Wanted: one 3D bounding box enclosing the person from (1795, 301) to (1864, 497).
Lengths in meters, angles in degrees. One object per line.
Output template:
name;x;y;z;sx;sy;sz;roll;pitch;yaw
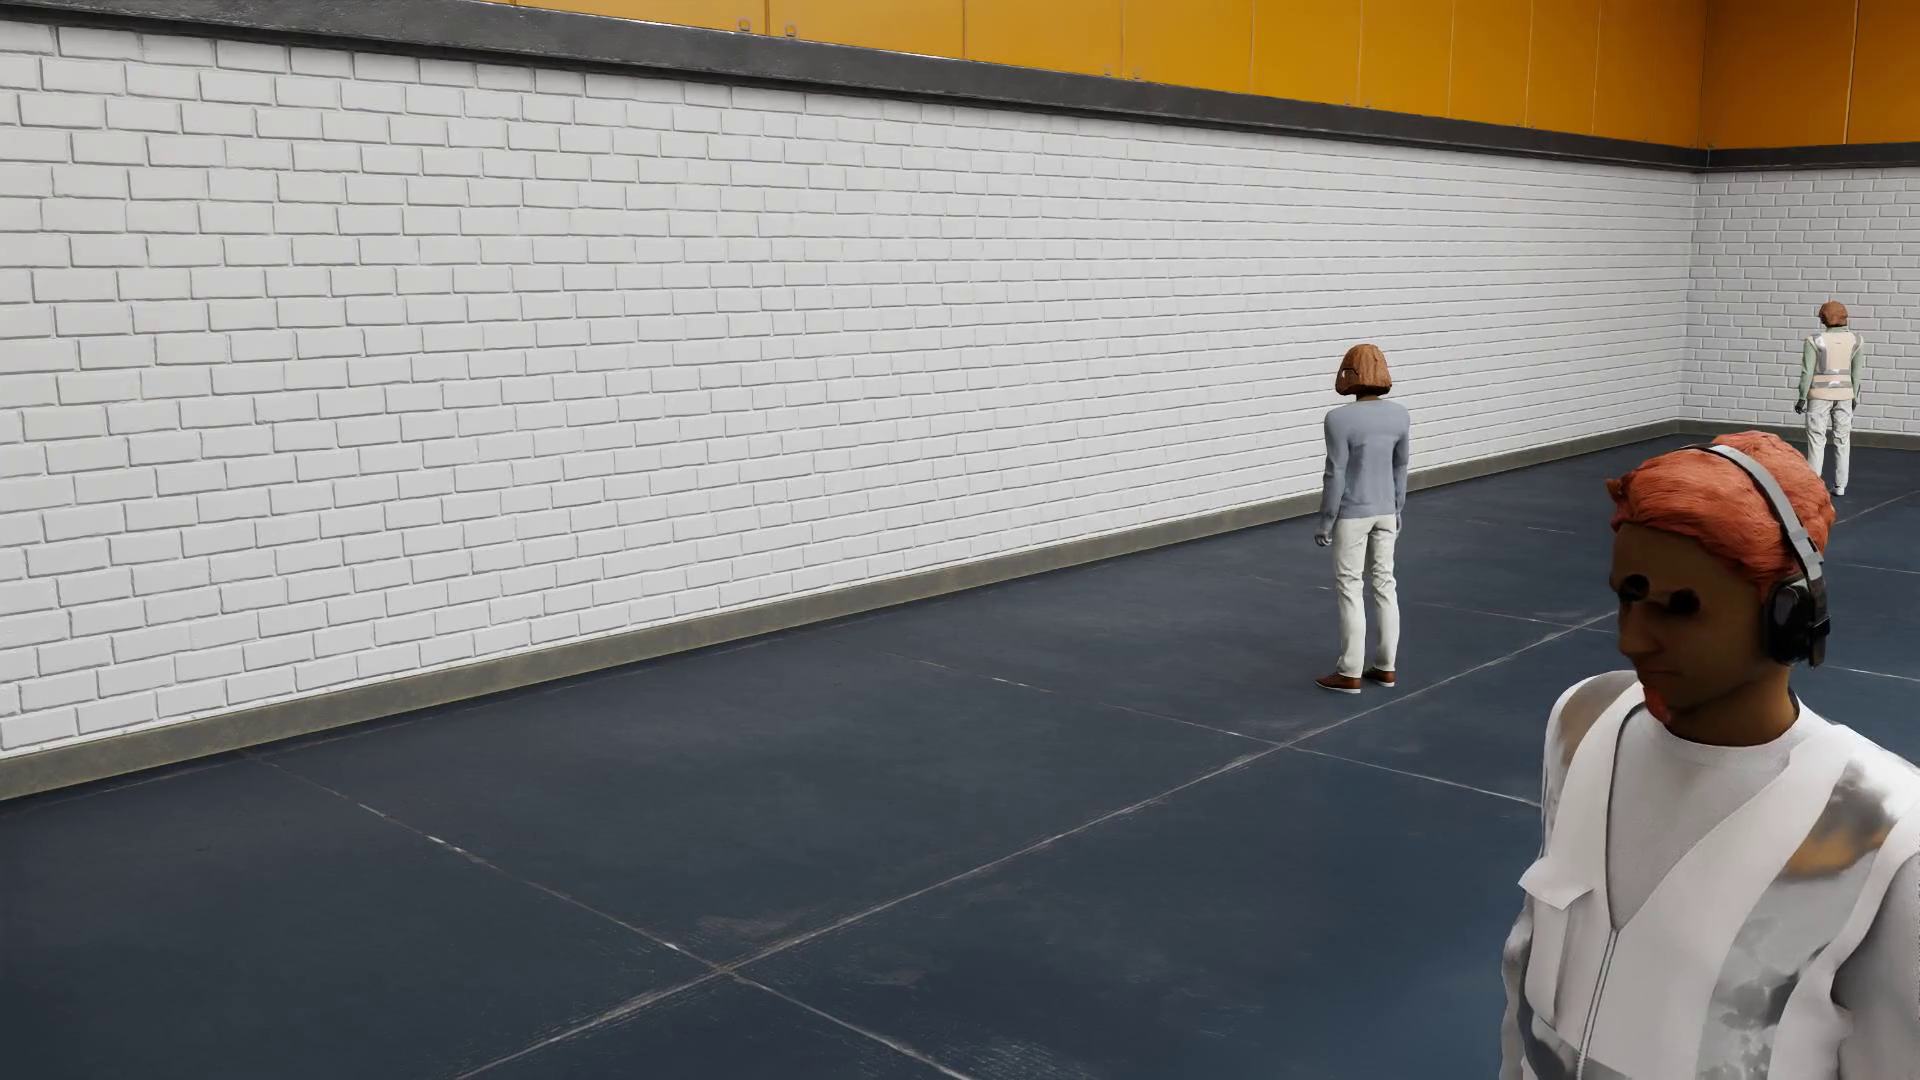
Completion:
person;7.233;-1.164;13.853;0.514;1.640;0.310;0;10;-1

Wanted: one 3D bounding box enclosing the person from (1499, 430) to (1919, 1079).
person;0.807;0.813;1.891;0.354;1.887;0.573;-4;11;-22

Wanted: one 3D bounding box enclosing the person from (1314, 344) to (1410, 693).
person;1.883;-0.099;7.802;0.506;1.632;0.268;-5;11;-28
